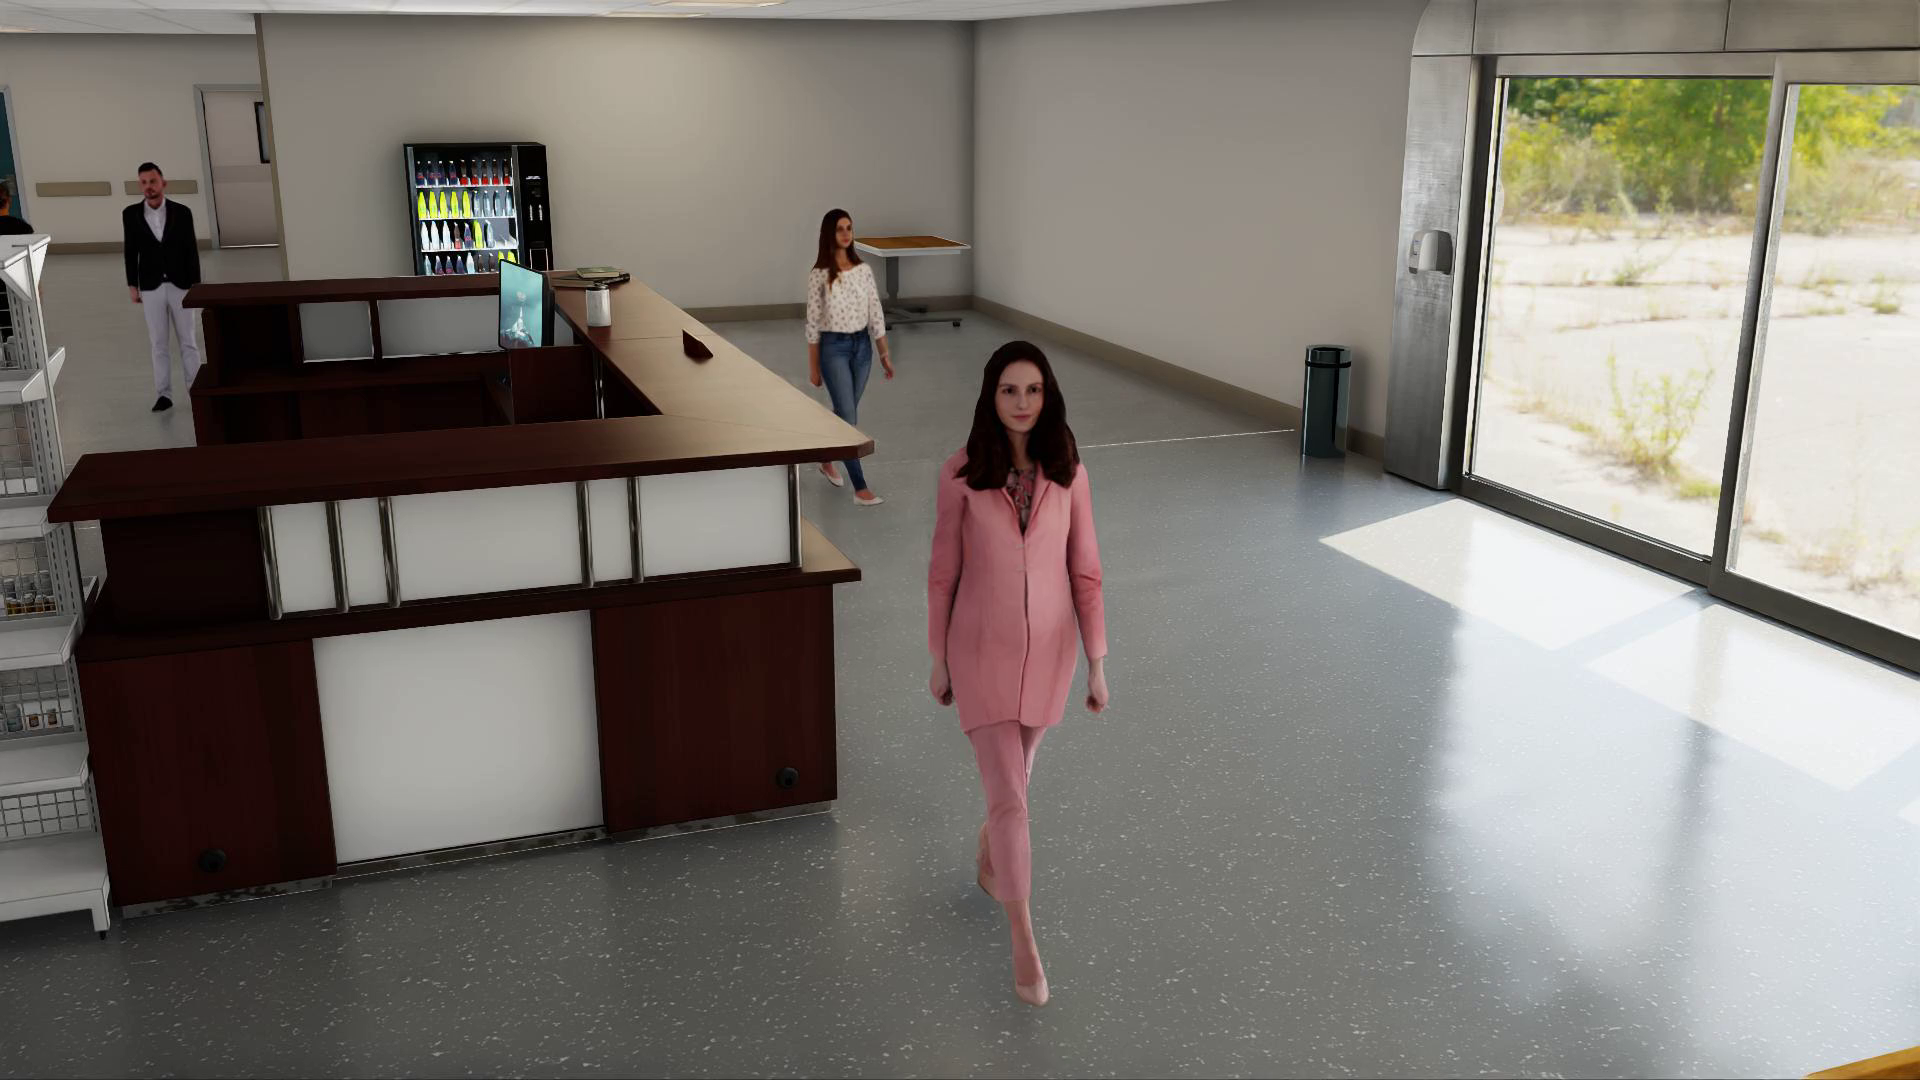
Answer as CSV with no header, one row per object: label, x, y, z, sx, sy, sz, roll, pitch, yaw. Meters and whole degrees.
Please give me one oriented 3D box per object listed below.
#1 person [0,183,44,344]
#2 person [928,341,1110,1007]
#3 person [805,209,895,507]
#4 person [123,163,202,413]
person,-7.389,-1.920,12.929,0.988,1.644,0.771,-9,18,-28
person,0.144,0.330,4.743,1.075,1.756,0.796,-3,16,-11
person,-0.718,-1.072,9.840,1.131,1.690,0.816,-9,18,-30
person,-5.946,-1.895,12.477,0.477,1.843,0.708,-5,17,-18
